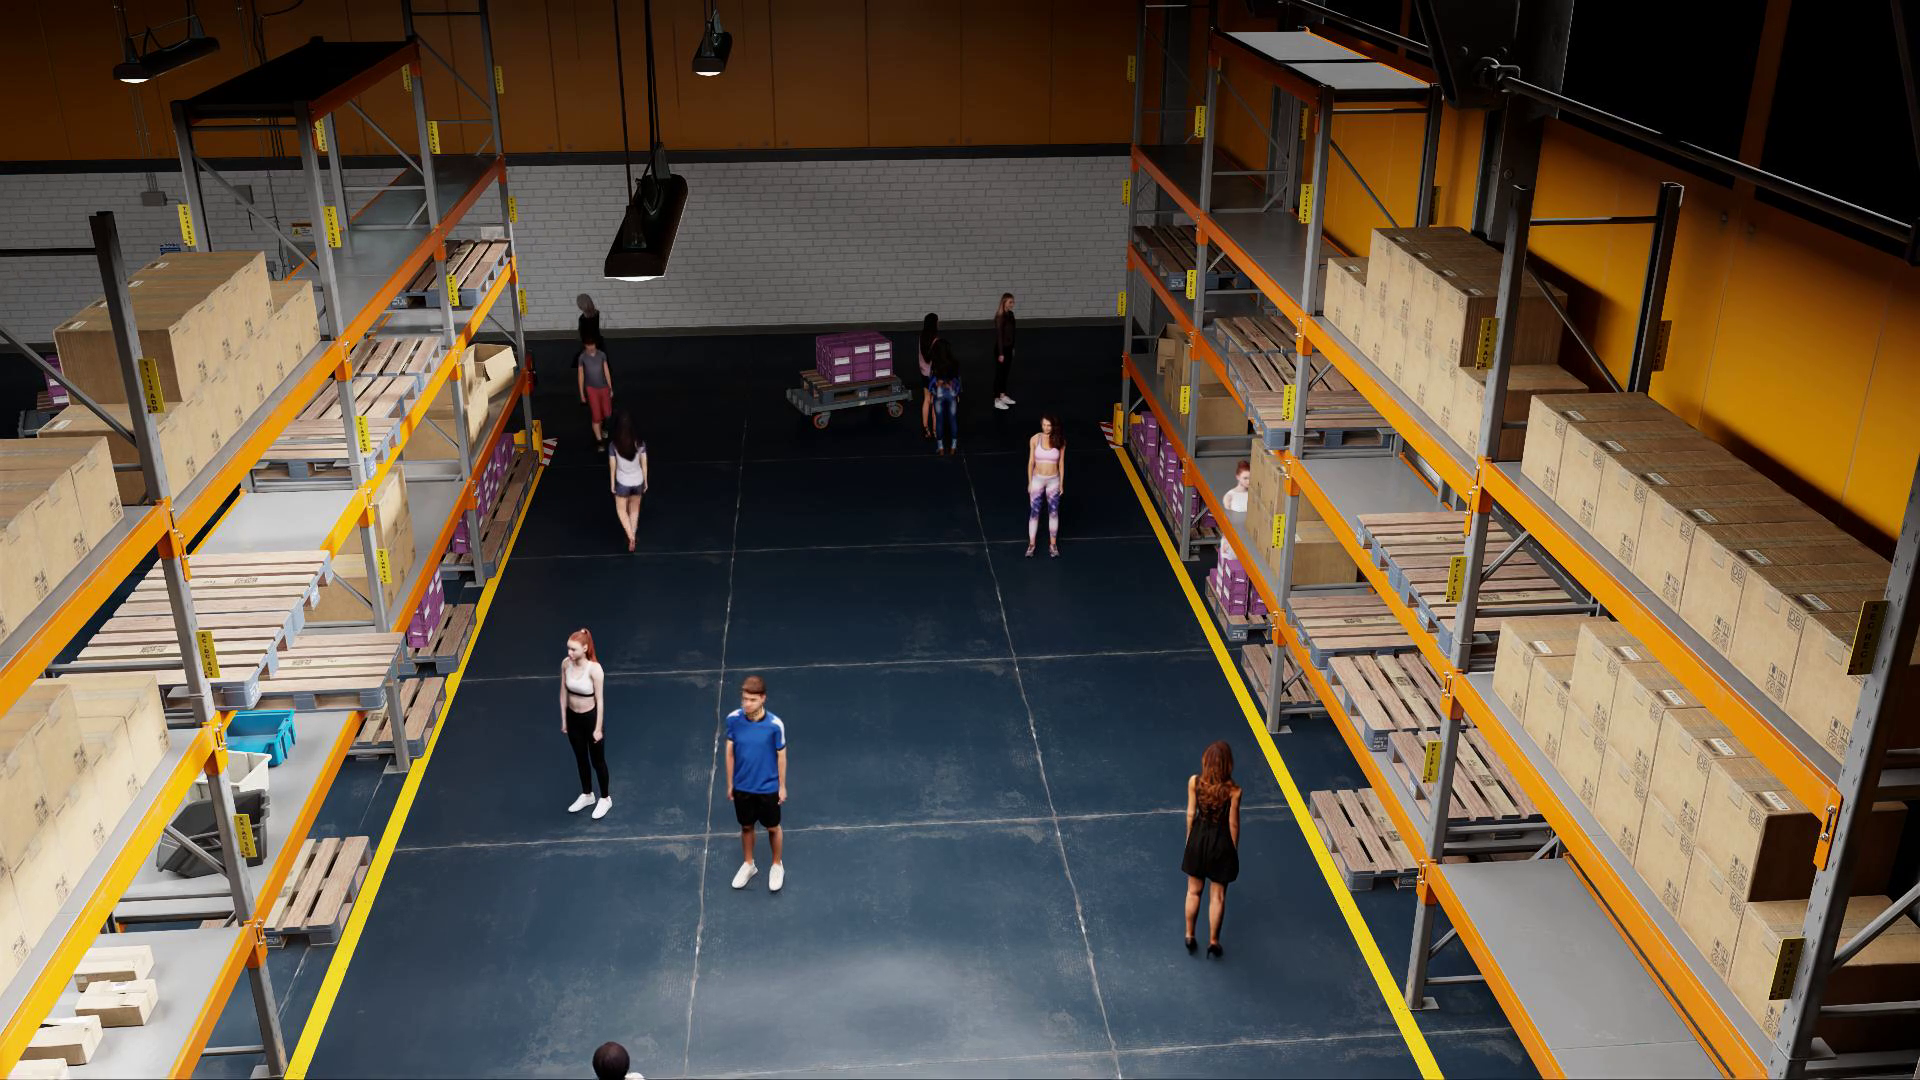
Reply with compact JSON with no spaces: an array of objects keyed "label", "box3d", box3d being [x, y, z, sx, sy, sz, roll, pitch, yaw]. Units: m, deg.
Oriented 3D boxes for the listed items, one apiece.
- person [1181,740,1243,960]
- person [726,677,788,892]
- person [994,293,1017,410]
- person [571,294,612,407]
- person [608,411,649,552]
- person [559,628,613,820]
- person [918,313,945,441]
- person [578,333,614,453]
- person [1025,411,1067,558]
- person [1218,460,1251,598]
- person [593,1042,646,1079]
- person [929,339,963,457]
[{"label":"person","box3d":[1.868,2.319,12.415,0.653,1.835,0.668,10,26,22]},{"label":"person","box3d":[-1.611,1.925,13.278,0.694,1.866,0.651,3,24,8]},{"label":"person","box3d":[0.637,-2.775,24.230,0.739,1.704,0.626,12,26,25]},{"label":"person","box3d":[-5.241,-2.682,23.987,0.905,1.730,0.853,18,29,35]},{"label":"person","box3d":[-3.829,-0.641,19.372,0.763,1.687,0.957,-10,26,-22]},{"label":"person","box3d":[-3.207,1.560,14.269,0.672,1.741,0.688,11,26,24]},{"label":"person","box3d":[-0.384,-2.240,22.874,0.760,1.812,0.677,-21,31,-40]},{"label":"person","box3d":[-4.966,-2.052,22.664,0.743,1.634,0.913,-9,25,-19]},{"label":"person","box3d":[0.994,-0.654,19.296,0.620,1.770,0.559,1,24,2]},{"label":"person","box3d":[2.962,0.001,17.777,0.587,1.787,0.567,-5,24,-12]},{"label":"person","box3d":[-1.948,3.603,9.592,0.714,1.743,0.654,18,29,35]},{"label":"person","box3d":[-0.198,-1.934,22.413,0.592,1.619,0.533,-2,24,-4]}]
